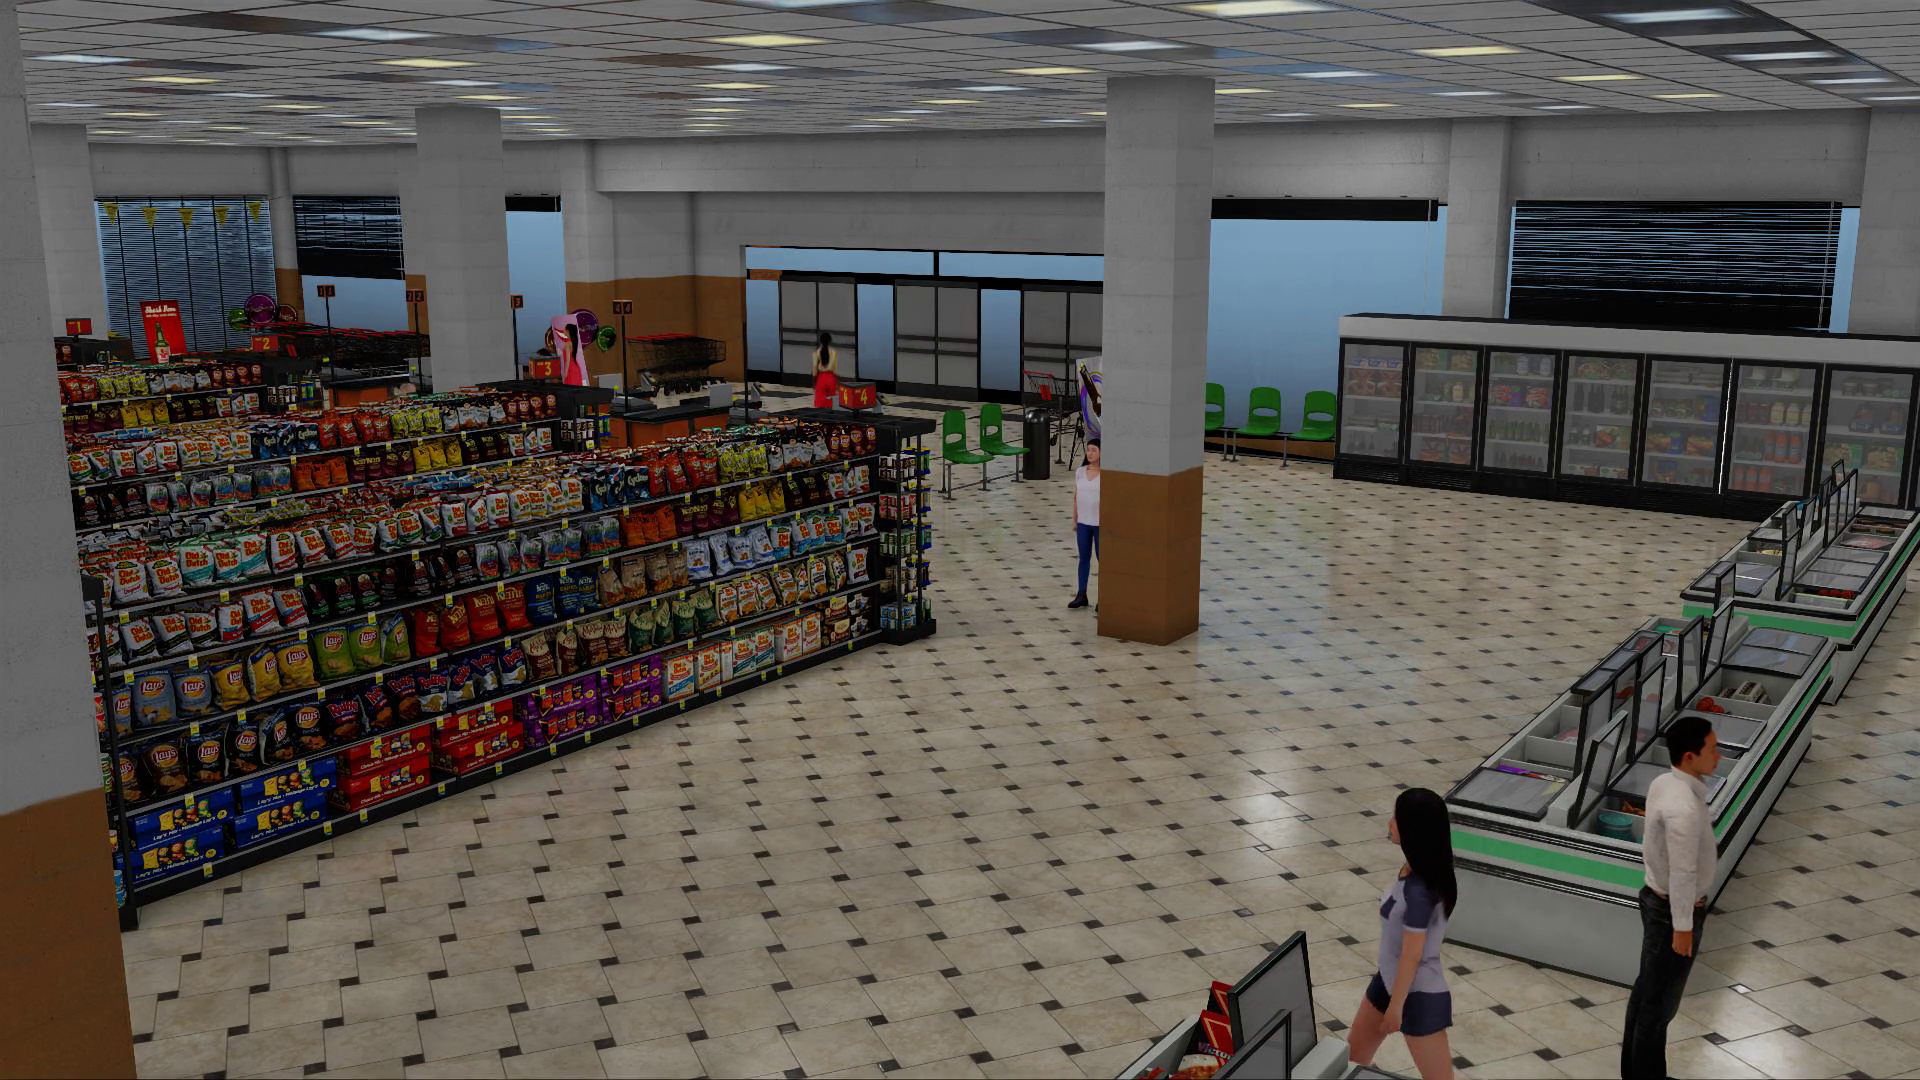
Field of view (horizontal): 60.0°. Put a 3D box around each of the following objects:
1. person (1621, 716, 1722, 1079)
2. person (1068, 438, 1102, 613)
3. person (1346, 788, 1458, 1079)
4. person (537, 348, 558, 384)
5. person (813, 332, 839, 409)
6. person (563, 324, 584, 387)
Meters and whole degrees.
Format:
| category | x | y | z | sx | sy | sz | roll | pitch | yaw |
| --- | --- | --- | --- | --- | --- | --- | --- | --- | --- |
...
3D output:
| category | x | y | z | sx | sy | sz | roll | pitch | yaw |
| --- | --- | --- | --- | --- | --- | --- | --- | --- | --- |
| person | 3.128 | 1.642 | 7.344 | 0.777 | 1.811 | 0.604 | 3 | 12 | 16 |
| person | 1.301 | -0.140 | 16.112 | 0.611 | 1.684 | 0.535 | 7 | 14 | 30 |
| person | 1.911 | 1.847 | 6.723 | 0.955 | 1.664 | 1.129 | 3 | 12 | 12 |
| person | -6.387 | -2.150 | 25.759 | 0.647 | 1.643 | 0.515 | 8 | 14 | 35 |
| person | -2.162 | -2.465 | 26.932 | 1.001 | 1.776 | 1.014 | -3 | 12 | -14 |
| person | -6.877 | -2.977 | 29.482 | 0.765 | 1.728 | 0.657 | 2 | 12 | 7 |
